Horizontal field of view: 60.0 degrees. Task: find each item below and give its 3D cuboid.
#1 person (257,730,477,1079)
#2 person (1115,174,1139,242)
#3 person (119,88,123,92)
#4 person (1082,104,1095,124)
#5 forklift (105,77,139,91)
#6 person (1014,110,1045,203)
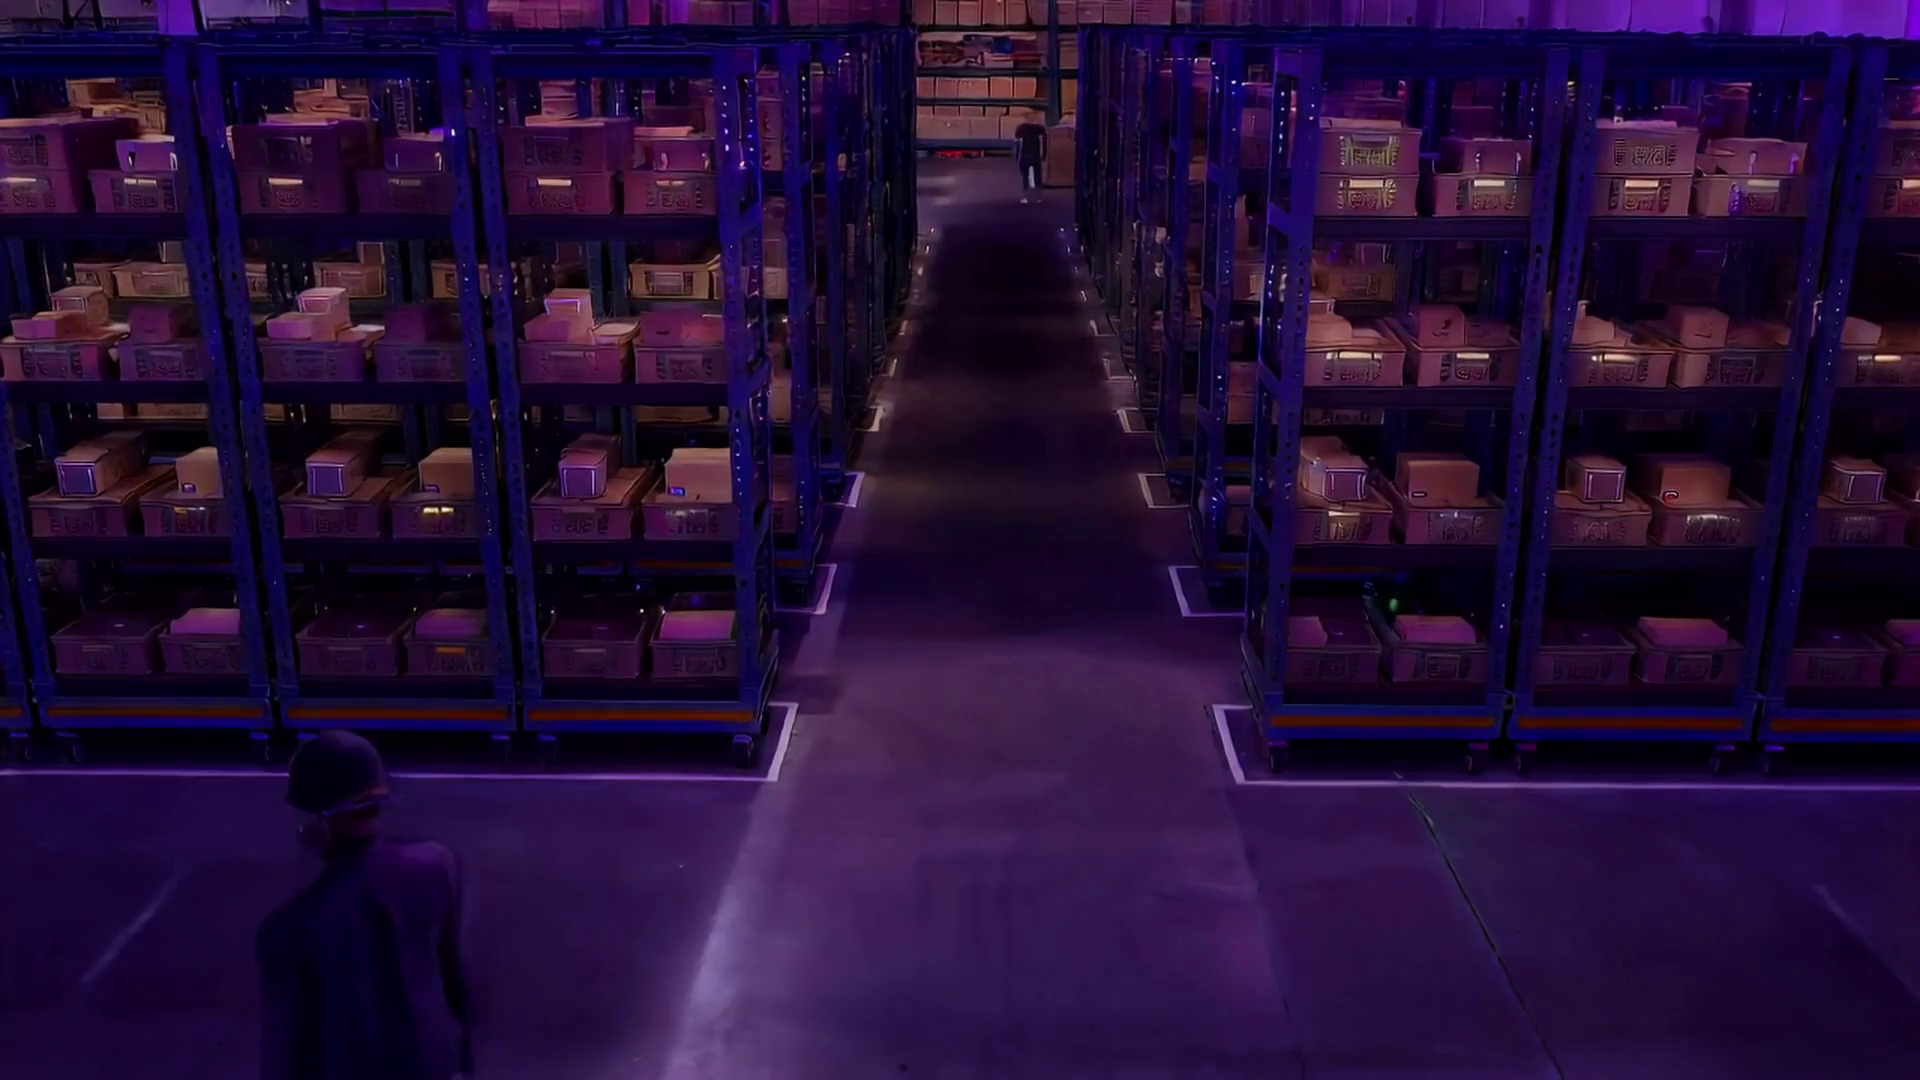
[{"bbox_3d":[-1.542,1.456,4.475,0.513,1.976,0.635,11,21,32],"label":"person"},{"bbox_3d":[2.435,-4.510,23.777,0.640,1.815,0.591,-2,18,-6],"label":"person"},{"bbox_3d":[-25.066,-12.778,49.991,0.671,1.890,0.443,10,20,28],"label":"person"},{"bbox_3d":[3.251,-9.931,41.216,0.591,1.703,0.891,16,24,41],"label":"person"},{"bbox_3d":[-24.637,-12.986,49.025,1.129,2.768,1.873,-8,19,-25],"label":"forklift"},{"bbox_3d":[1.455,-8.000,34.753,0.650,1.908,0.402,-4,18,-14],"label":"person"}]
